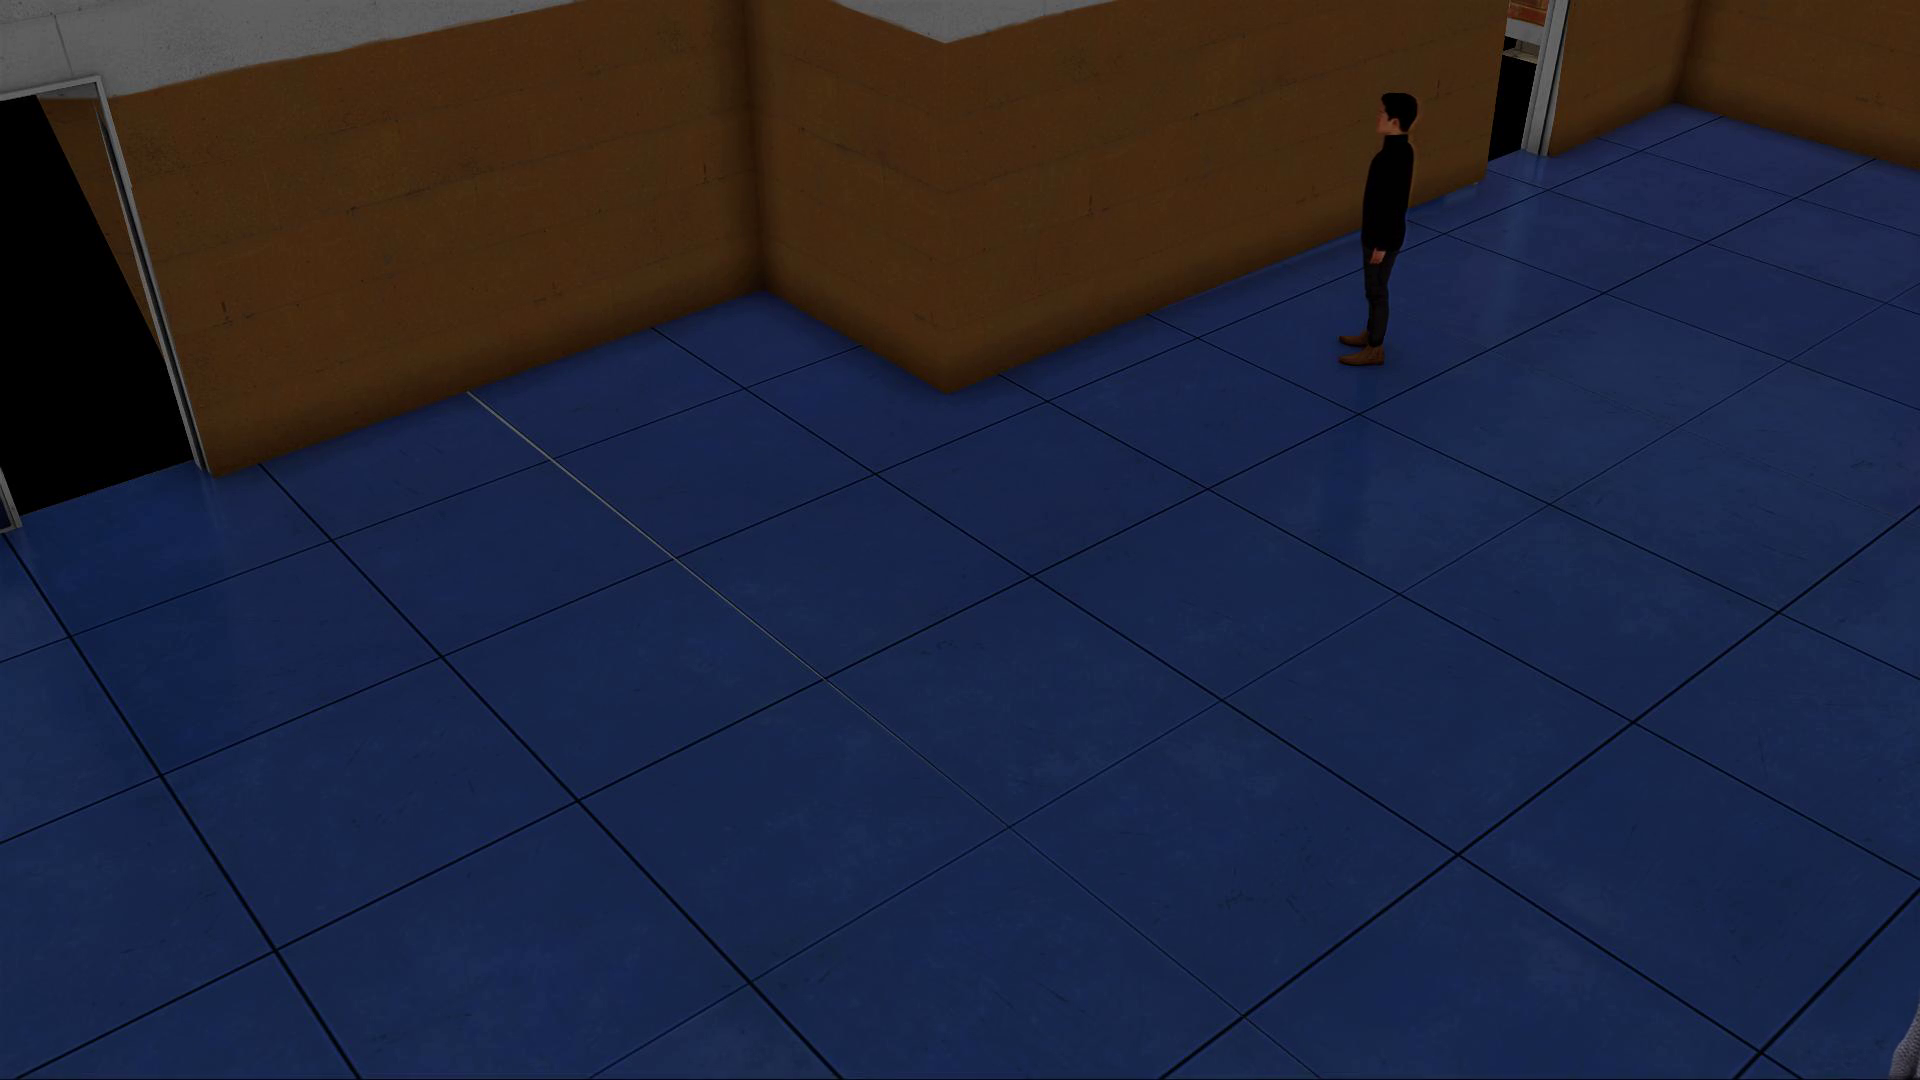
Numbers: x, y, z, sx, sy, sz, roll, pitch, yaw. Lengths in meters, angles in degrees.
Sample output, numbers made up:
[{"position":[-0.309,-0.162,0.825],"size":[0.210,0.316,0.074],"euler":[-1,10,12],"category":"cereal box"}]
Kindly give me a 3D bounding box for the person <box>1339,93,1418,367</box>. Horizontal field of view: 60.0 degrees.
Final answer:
[{"position":[2.602,-1.905,10.243],"size":[0.742,1.722,0.719],"euler":[7,34,10],"category":"person"}]
